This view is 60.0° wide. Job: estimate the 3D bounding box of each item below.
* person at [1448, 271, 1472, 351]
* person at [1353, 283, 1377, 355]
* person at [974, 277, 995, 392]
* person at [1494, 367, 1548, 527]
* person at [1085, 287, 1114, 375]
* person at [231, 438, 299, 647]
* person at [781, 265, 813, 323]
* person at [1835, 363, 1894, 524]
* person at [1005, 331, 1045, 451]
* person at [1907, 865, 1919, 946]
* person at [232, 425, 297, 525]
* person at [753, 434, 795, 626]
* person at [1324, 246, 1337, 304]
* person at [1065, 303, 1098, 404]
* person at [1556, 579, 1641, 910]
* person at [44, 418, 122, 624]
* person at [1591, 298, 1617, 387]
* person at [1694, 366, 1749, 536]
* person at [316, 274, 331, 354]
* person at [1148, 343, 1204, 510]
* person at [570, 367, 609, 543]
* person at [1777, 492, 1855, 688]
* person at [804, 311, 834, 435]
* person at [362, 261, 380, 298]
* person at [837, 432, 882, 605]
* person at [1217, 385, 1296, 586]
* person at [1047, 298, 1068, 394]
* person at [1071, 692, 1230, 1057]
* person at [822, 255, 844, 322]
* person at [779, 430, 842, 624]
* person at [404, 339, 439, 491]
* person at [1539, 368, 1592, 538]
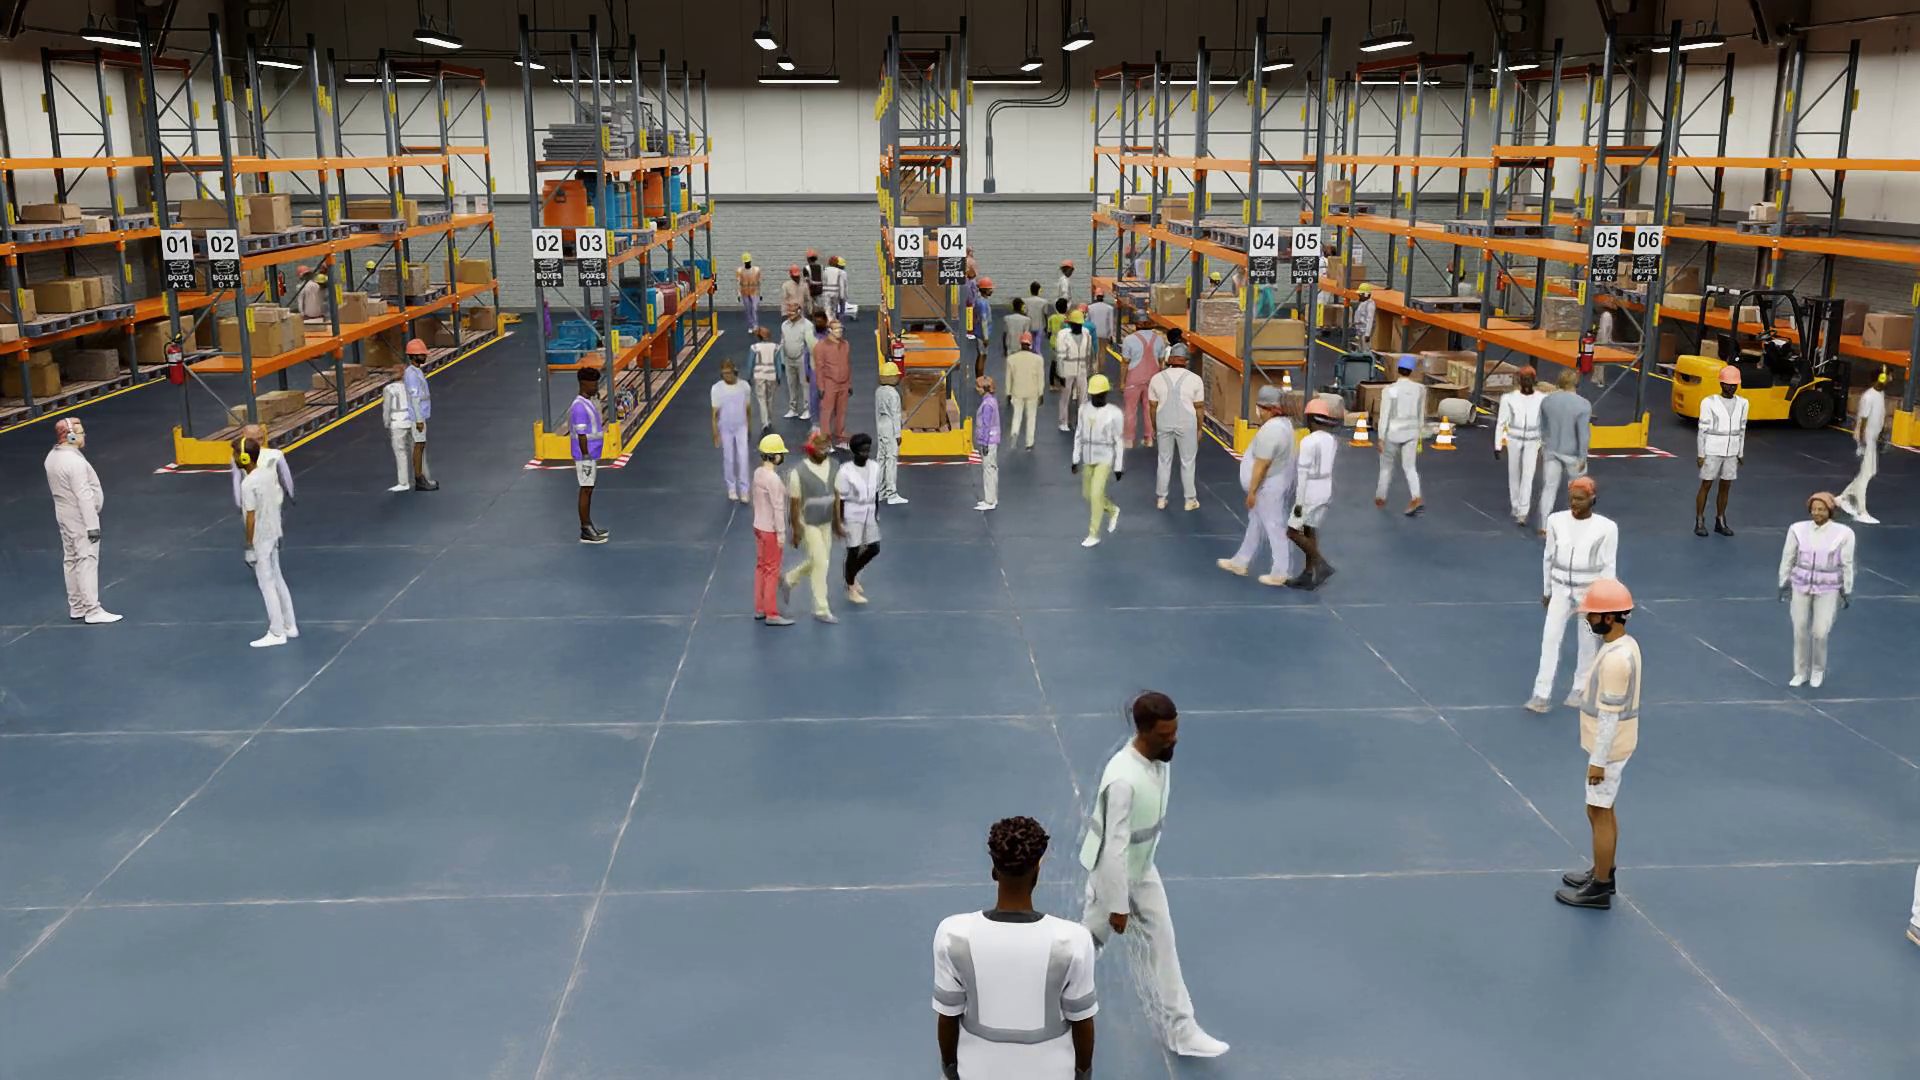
[{"bbox_3d":[10.367,-4.737,34.769,0.562,1.831,0.925,-2,13,-10],"label":"person"},{"bbox_3d":[7.632,-3.929,31.397,0.403,1.820,0.594,-1,13,-3],"label":"person"},{"bbox_3d":[0.439,-3.688,29.885,0.386,2.045,0.605,-1,13,-5],"label":"person"},{"bbox_3d":[6.555,-1.106,19.407,0.600,1.829,1.007,5,14,19],"label":"person"},{"bbox_3d":[2.646,-3.940,31.664,0.559,1.717,0.836,-1,13,-3],"label":"person"},{"bbox_3d":[-6.140,0.012,14.631,0.362,1.855,0.547,1,13,2],"label":"person"},{"bbox_3d":[-3.343,-4.618,33.979,0.709,1.976,0.498,-8,16,-31],"label":"person"},{"bbox_3d":[10.630,-1.150,19.537,0.582,1.863,0.600,11,17,39],"label":"person"},{"bbox_3d":[0.934,-2.132,23.956,0.567,1.737,0.477,3,14,13],"label":"person"},{"bbox_3d":[5.480,1.330,8.988,0.577,1.878,0.342,-2,13,-9],"label":"person"},{"bbox_3d":[-7.033,-0.380,16.851,0.539,1.586,0.864,-2,13,-8],"label":"person"},{"bbox_3d":[-1.719,-0.098,15.271,0.326,1.767,0.533,-7,15,-27],"label":"person"},{"bbox_3d":[9.786,-6.866,43.887,0.575,1.797,0.654,9,16,34],"label":"person"},{"bbox_3d":[2.089,-3.228,28.674,0.567,1.692,0.955,5,14,21],"label":"person"},{"bbox_3d":[3.691,1.166,9.581,0.383,1.926,0.550,6,14,23],"label":"person"},{"bbox_3d":[-8.087,-0.177,15.306,0.643,1.909,0.410,11,17,39],"label":"person"},{"bbox_3d":[11.875,-3.641,30.616,0.319,1.612,0.761,5,14,19],"label":"person"},{"bbox_3d":[8.573,-0.997,18.712,0.552,1.937,0.356,-1,13,-4],"label":"person"},{"bbox_3d":[-13.494,-4.820,35.399,0.540,1.702,0.605,3,14,12],"label":"person"},{"bbox_3d":[2.638,-1.385,20.134,0.676,2.000,0.536,5,14,20],"label":"person"},{"bbox_3d":[-4.129,-0.950,18.468,0.368,1.959,0.602,-2,13,-8],"label":"person"},{"bbox_3d":[6.871,0.413,13.399,0.545,1.623,0.382,13,18,43],"label":"person"},{"bbox_3d":[-2.093,-2.542,25.357,0.613,1.887,0.731,2,13,7],"label":"person"},{"bbox_3d":[-13.522,-5.542,38.337,0.325,1.765,0.533,7,15,27],"label":"person"},{"bbox_3d":[-0.979,-0.214,15.941,0.369,1.675,0.565,12,18,42],"label":"person"},{"bbox_3d":[2.956,-0.570,16.683,0.901,2.000,0.703,6,14,23],"label":"person"},{"bbox_3d":[1.787,-3.464,29.677,0.318,1.695,0.540,-12,18,-42],"label":"person"},{"bbox_3d":[0.816,1.582,7.977,1.030,1.845,0.658,7,15,28],"label":"person"},{"bbox_3d":[-3.027,-5.770,39.151,0.608,1.861,0.933,-3,14,-12],"label":"person"},{"bbox_3d":[-1.409,-0.155,15.432,0.772,1.810,0.560,10,16,36],"label":"person"},{"bbox_3d":[-6.895,-1.599,21.263,0.359,1.938,0.547,-4,14,-15],"label":"person"},{"bbox_3d":[6.873,-0.990,18.750,0.845,1.904,0.645,-12,18,-42],"label":"person"}]
